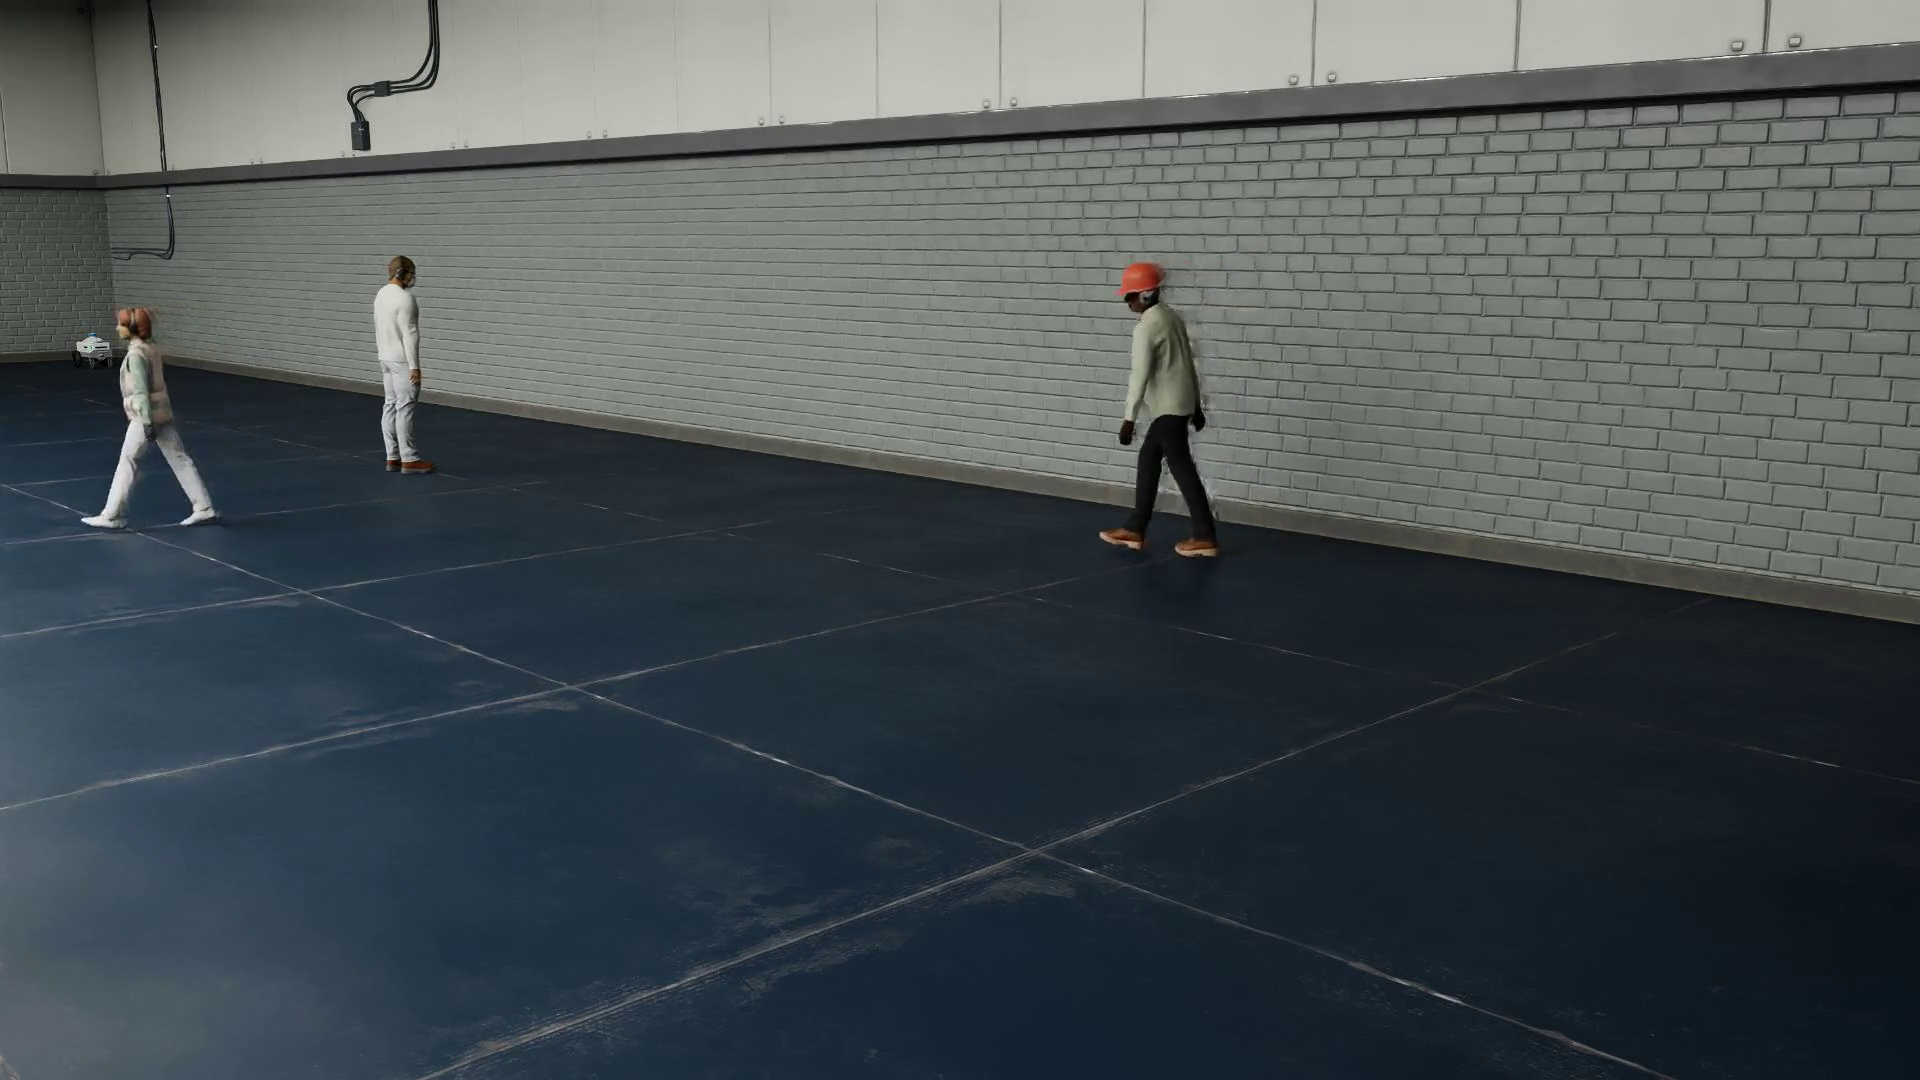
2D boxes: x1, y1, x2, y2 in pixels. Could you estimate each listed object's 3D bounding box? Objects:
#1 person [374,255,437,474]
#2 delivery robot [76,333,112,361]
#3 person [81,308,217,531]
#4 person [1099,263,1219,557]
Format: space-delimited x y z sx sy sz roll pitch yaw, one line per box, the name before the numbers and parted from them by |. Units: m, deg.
person | -5.014 -1.575 14.917 0.374 1.931 0.628 -10 14 -42
delivery robot | -13.955 -3.092 26.803 0.477 0.478 0.707 -10 14 -44
person | -5.859 -0.869 11.977 0.876 1.594 0.507 -2 11 -9
person | 1.306 -0.853 10.991 0.947 1.920 0.629 4 11 23
